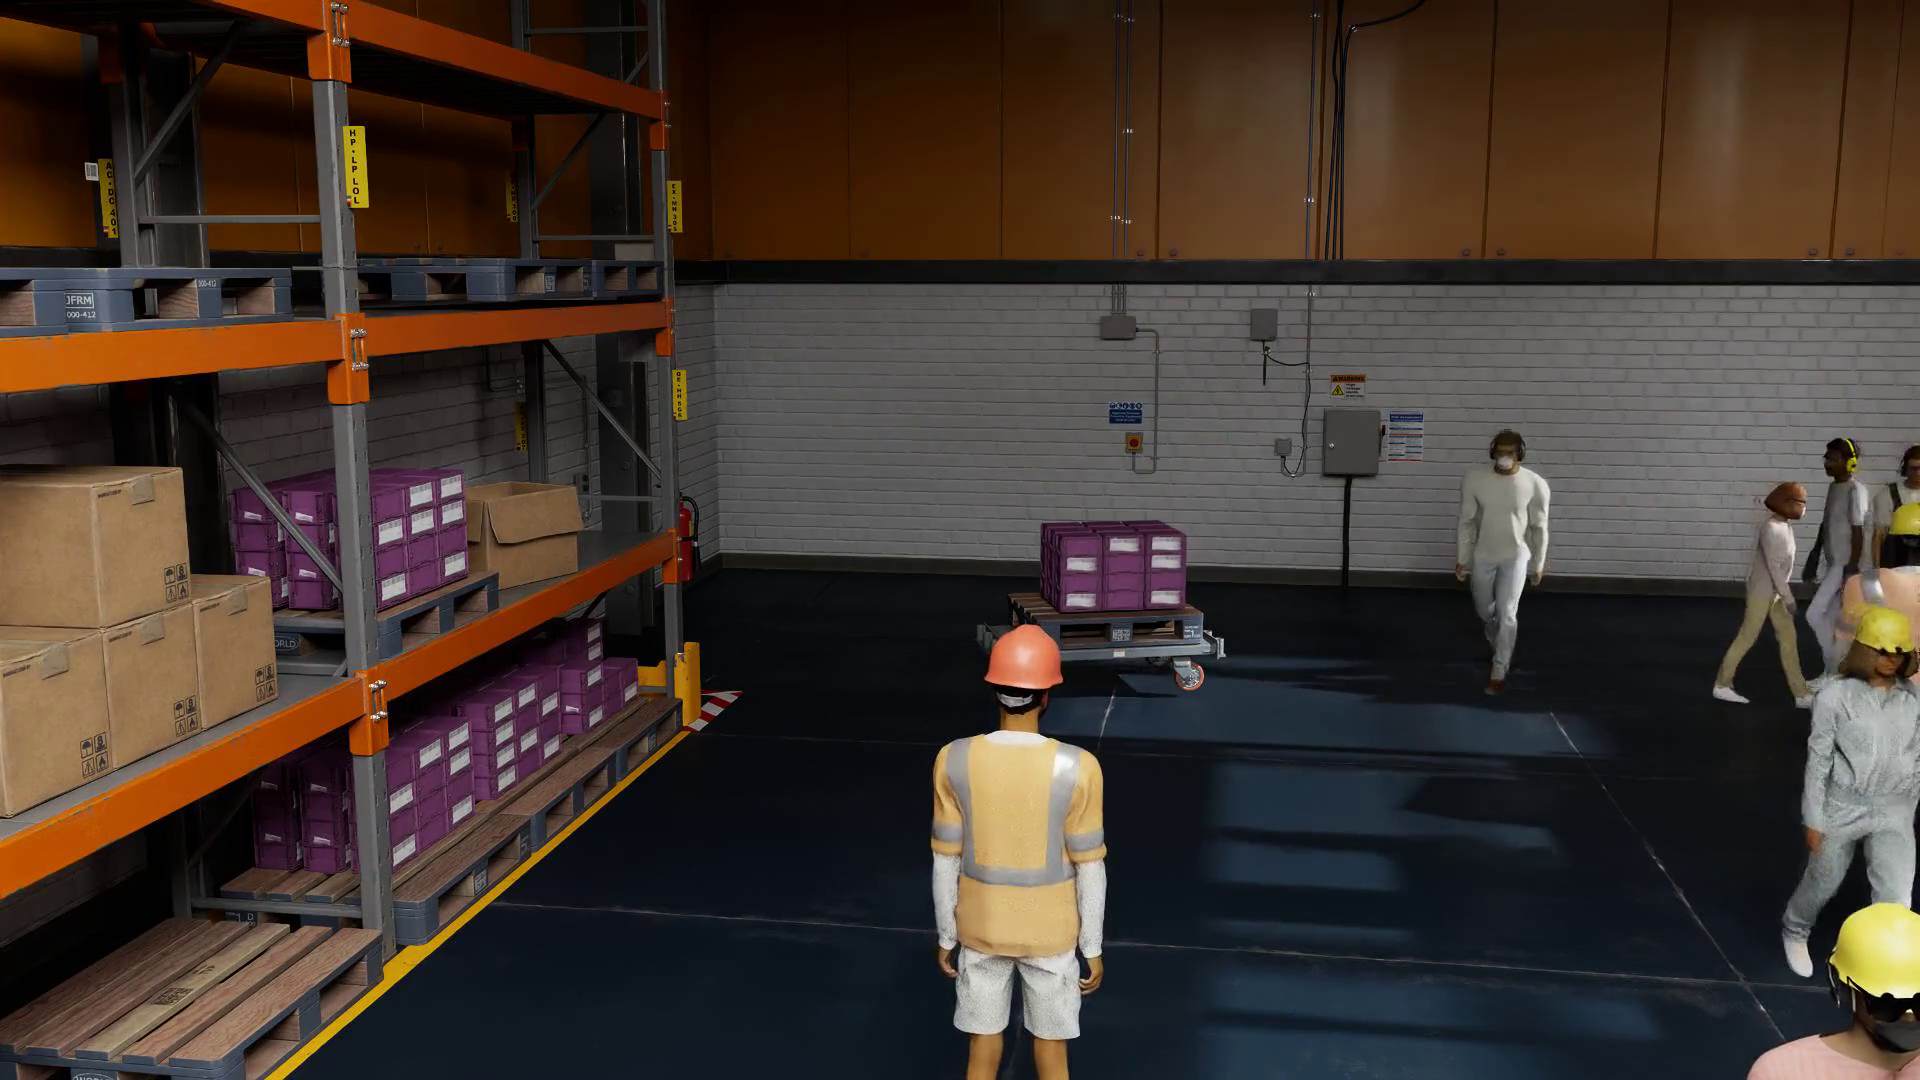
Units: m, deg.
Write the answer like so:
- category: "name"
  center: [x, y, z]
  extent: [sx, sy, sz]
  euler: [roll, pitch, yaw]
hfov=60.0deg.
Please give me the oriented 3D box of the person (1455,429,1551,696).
- category: "person"
  center: [3.978, 0.125, 12.149]
  extent: [0.627, 1.912, 0.876]
  euler: [6, 11, 32]

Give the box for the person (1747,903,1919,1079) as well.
- category: "person"
  center: [1.877, 1.600, 3.472]
  extent: [0.534, 1.767, 0.314]
  euler: [0, 9, -2]

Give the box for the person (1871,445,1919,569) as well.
- category: "person"
  center: [6.855, 0.198, 12.059]
  extent: [0.506, 1.796, 1.002]
  euler: [2, 9, 14]

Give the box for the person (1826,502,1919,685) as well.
- category: "person"
  center: [4.701, 0.742, 8.413]
  extent: [0.591, 1.886, 0.944]
  euler: [2, 9, 10]

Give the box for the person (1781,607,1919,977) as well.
- category: "person"
  center: [3.670, 1.089, 6.813]
  extent: [0.496, 1.706, 0.866]
  euler: [0, 9, 2]

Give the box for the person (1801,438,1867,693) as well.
- category: "person"
  center: [6.252, 0.185, 11.954]
  extent: [0.410, 1.854, 0.572]
  euler: [3, 10, 15]

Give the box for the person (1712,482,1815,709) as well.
- category: "person"
  center: [5.651, 0.385, 11.510]
  extent: [0.792, 1.590, 0.499]
  euler: [8, 12, 42]

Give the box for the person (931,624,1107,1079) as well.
- category: "person"
  center: [0.191, 1.223, 5.270]
  extent: [0.551, 1.934, 0.373]
  euler: [2, 9, 12]
